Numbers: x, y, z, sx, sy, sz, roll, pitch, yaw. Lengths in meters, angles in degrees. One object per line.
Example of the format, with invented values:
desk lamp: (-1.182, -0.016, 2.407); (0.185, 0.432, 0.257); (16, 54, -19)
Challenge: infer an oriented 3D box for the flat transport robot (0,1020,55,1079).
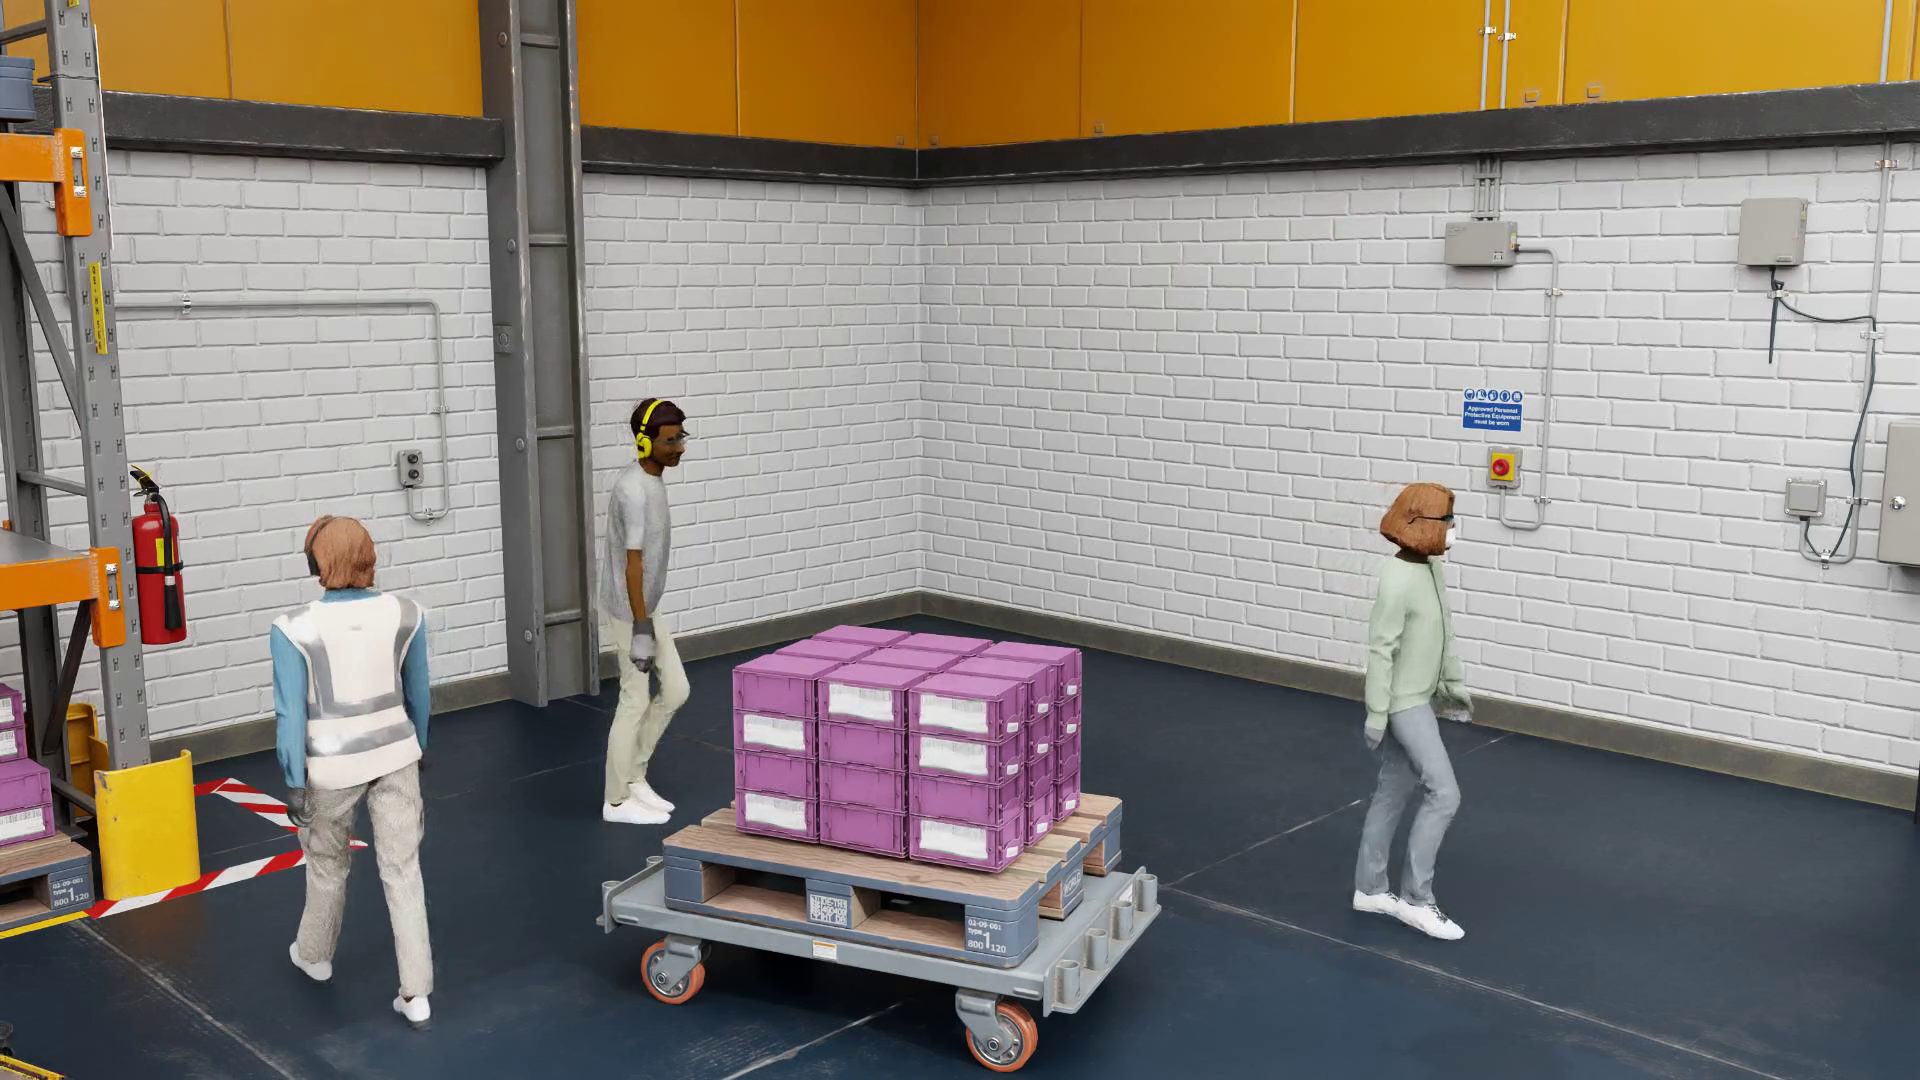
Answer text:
flat transport robot: (-2.857, 1.580, 4.039); (0.652, 0.197, 1.431); (5, 10, 27)

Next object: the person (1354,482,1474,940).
person: (1.678, 0.598, 5.933); (0.558, 1.614, 0.510); (4, 10, 25)

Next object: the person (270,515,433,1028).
person: (-1.928, 0.712, 5.309); (0.530, 1.594, 0.795); (-8, 12, -39)

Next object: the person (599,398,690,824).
person: (-1.341, 0.317, 7.010); (0.469, 1.834, 0.555); (0, 9, 3)
